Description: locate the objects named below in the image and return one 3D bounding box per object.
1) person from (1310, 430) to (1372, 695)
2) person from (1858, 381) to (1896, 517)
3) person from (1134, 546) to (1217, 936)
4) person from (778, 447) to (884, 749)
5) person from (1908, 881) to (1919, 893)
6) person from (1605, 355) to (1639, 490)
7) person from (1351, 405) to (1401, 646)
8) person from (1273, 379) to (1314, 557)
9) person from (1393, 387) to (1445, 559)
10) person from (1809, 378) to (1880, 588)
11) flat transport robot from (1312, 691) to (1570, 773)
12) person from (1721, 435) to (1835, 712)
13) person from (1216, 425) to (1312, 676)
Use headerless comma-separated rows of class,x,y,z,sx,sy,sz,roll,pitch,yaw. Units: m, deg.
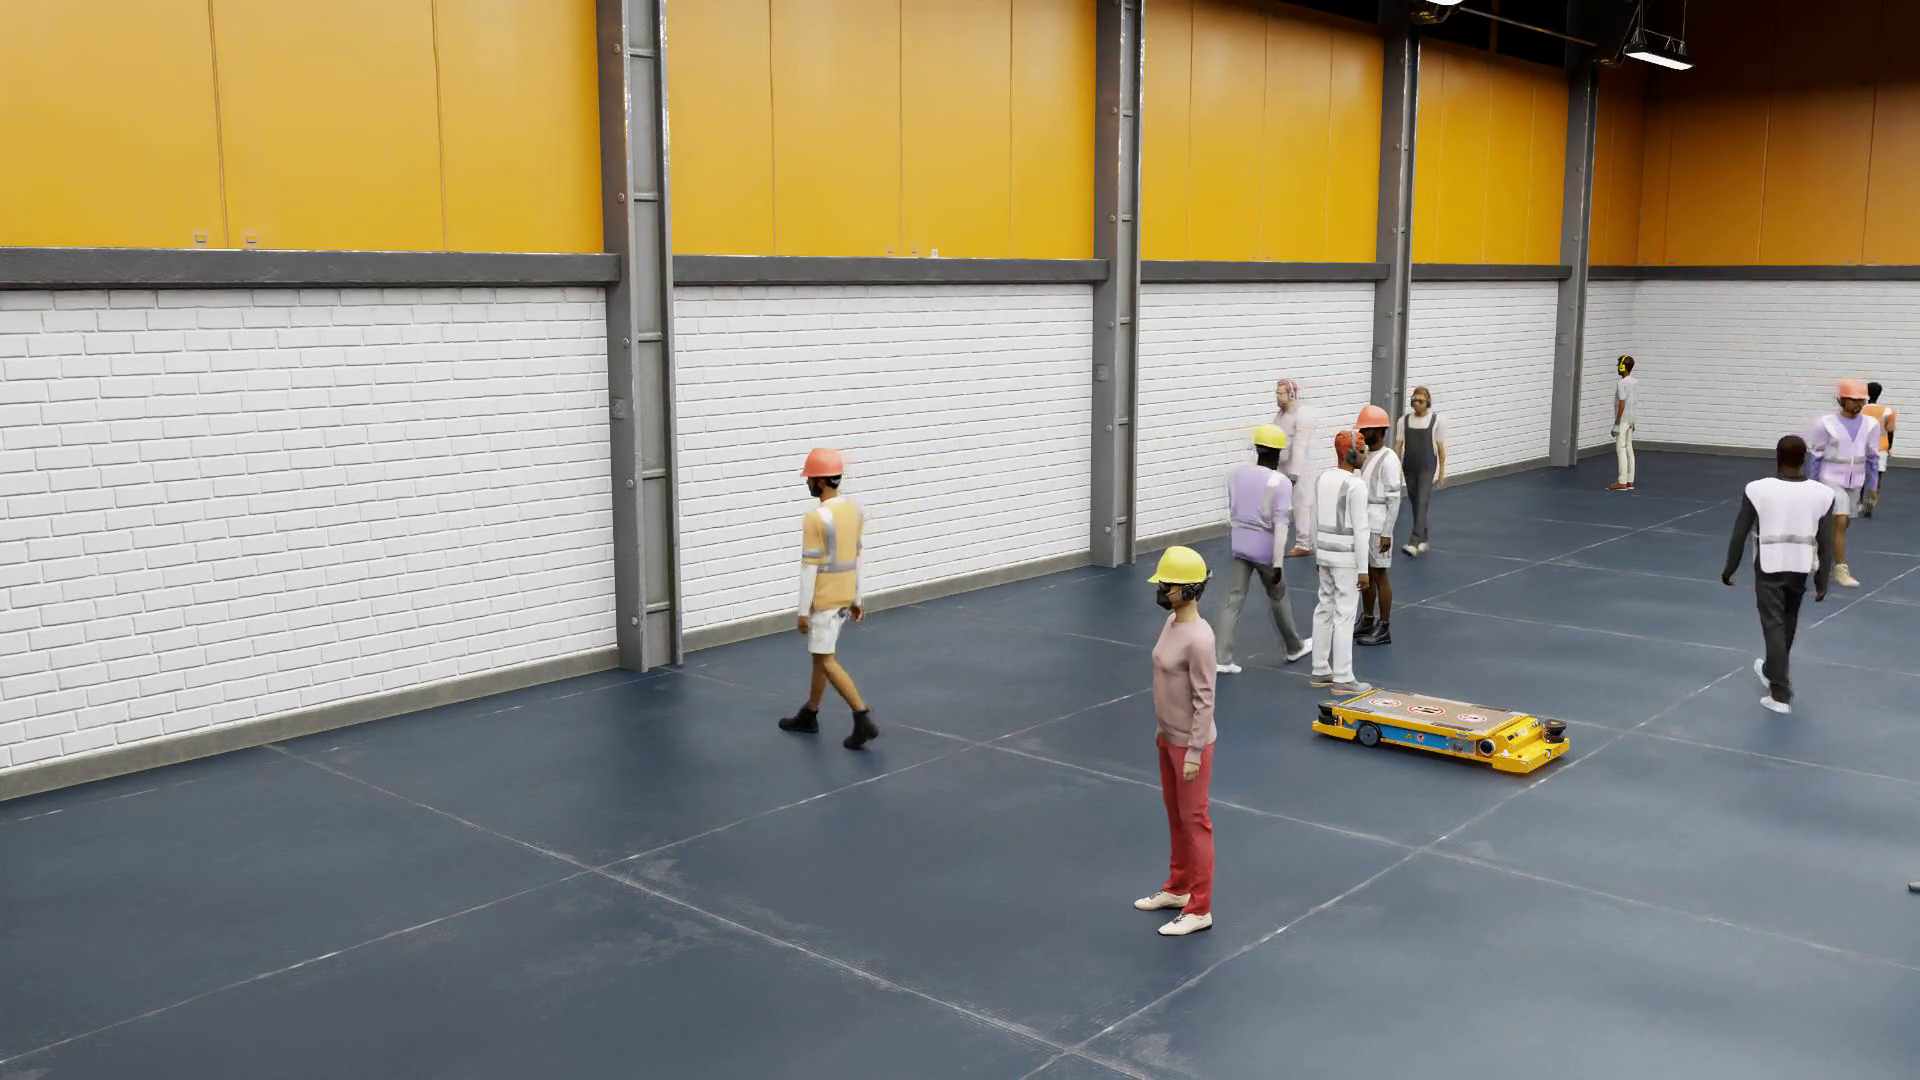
person,2.718,0.159,11.856,0.337,1.880,0.583,-4,10,-22
person,11.275,-1.129,20.610,0.531,1.670,0.773,5,10,30
person,0.996,0.903,7.550,0.313,1.769,0.523,-2,9,-11
person,-0.818,0.356,10.556,0.874,1.908,0.555,5,10,29
person,4.811,0.831,7.755,0.375,1.841,0.575,-1,9,-9
person,9.215,-1.623,23.091,0.535,1.868,0.309,-8,12,-42
person,3.309,-0.117,13.413,0.363,1.935,0.553,-2,9,-14
person,3.428,-0.743,17.528,0.630,1.887,0.666,-3,10,-19
person,4.824,-0.715,17.611,0.524,1.789,0.979,6,11,34
person,8.563,-0.588,16.192,0.619,2.010,0.969,0,9,1
flat transport robot,3.022,1.178,10.503,1.431,0.197,0.652,8,12,40
person,5.699,0.203,11.633,0.616,1.870,0.986,1,9,4
person,2.272,0.066,12.502,0.602,1.864,1.038,9,13,44
